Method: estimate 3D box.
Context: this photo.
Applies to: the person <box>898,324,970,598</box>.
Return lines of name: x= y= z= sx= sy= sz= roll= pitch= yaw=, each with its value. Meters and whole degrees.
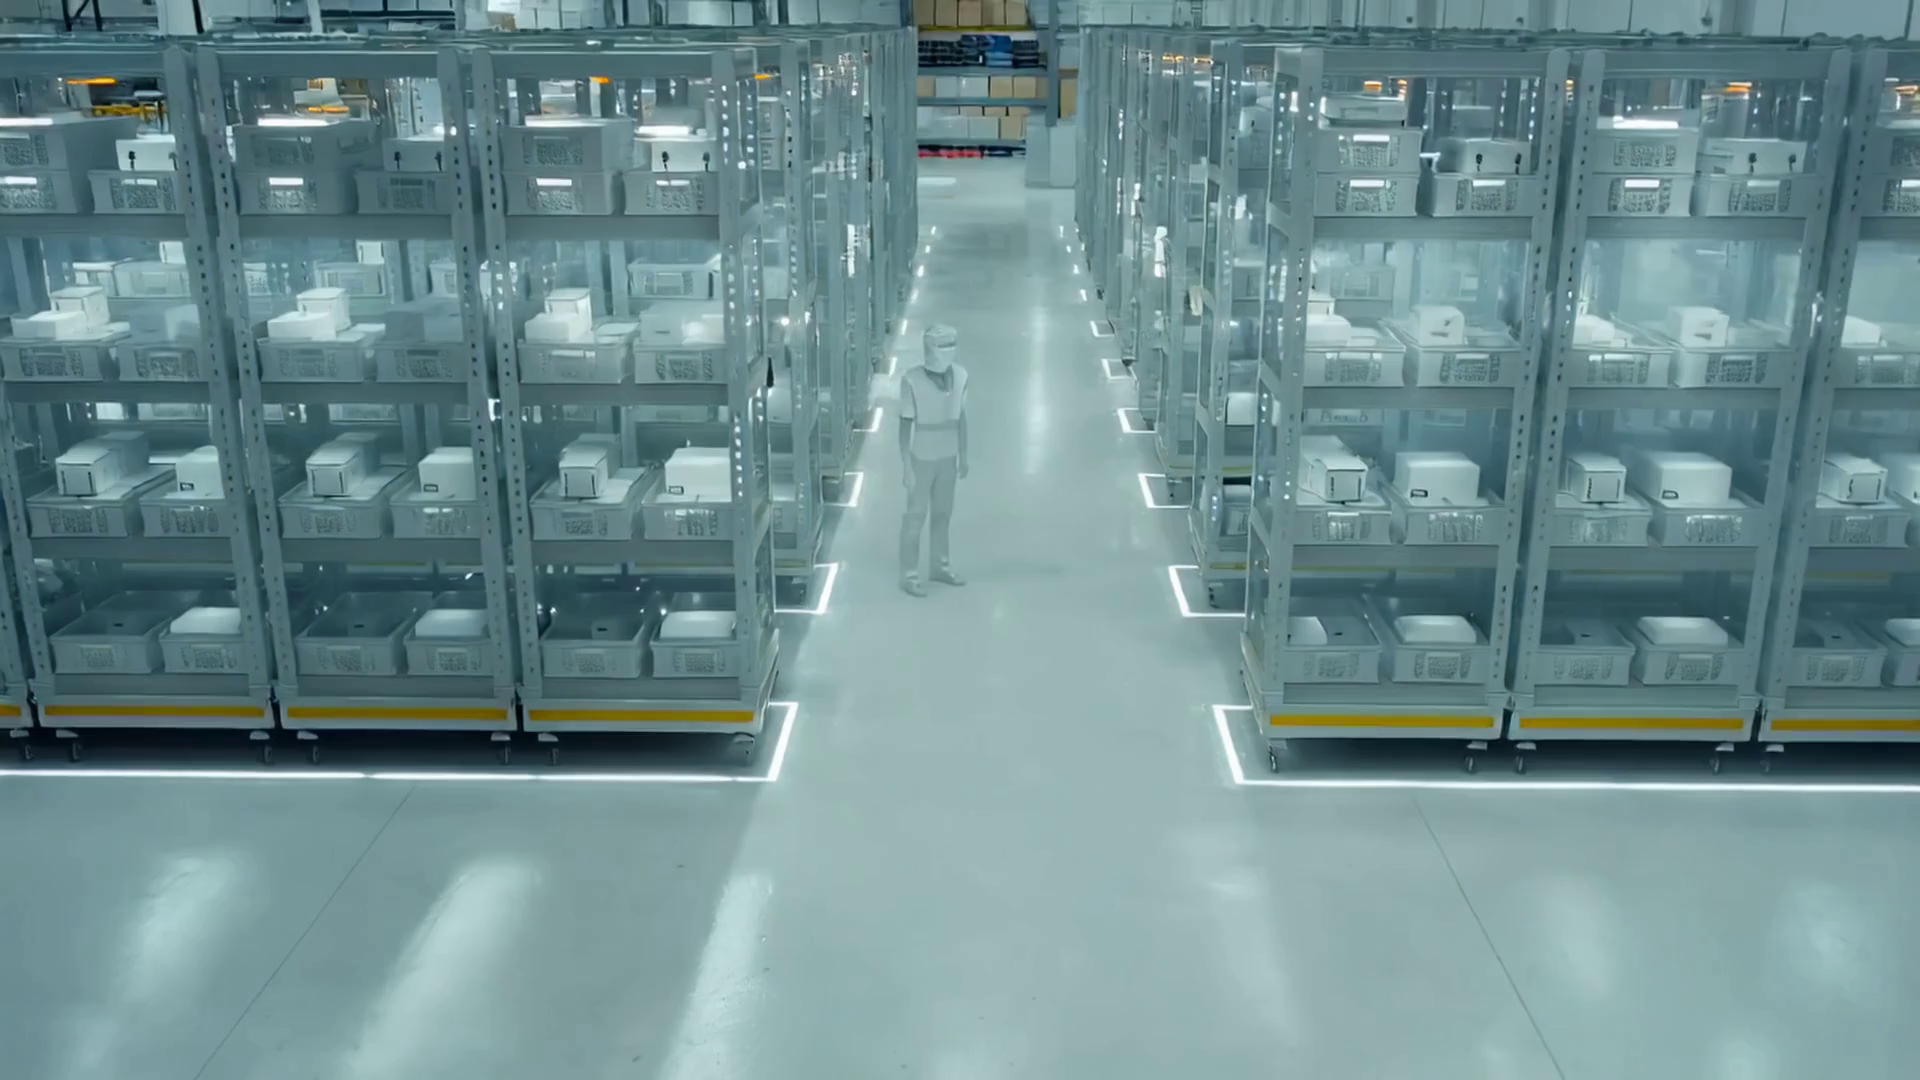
person: x=-0.185 y=-0.540 z=11.081 sx=0.585 sy=1.837 sz=0.390 roll=-15 pitch=23 yaw=-40
